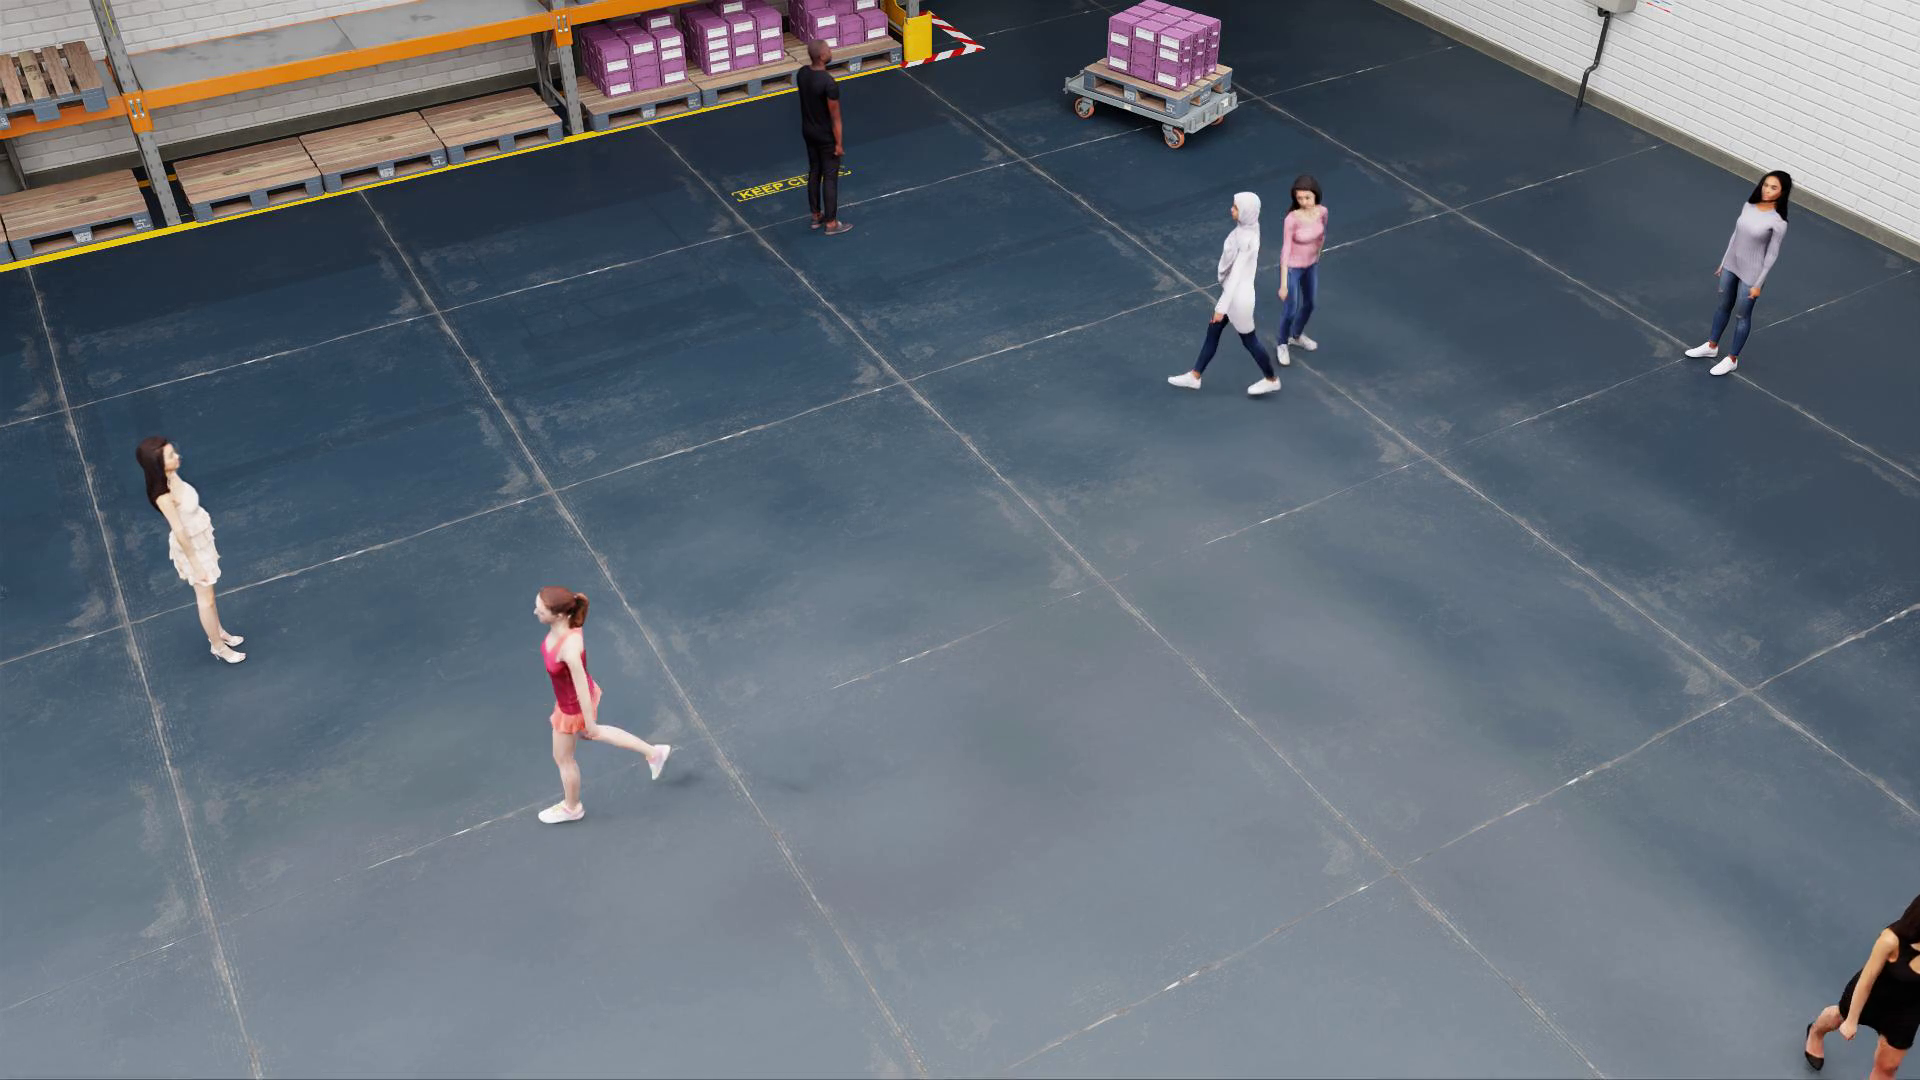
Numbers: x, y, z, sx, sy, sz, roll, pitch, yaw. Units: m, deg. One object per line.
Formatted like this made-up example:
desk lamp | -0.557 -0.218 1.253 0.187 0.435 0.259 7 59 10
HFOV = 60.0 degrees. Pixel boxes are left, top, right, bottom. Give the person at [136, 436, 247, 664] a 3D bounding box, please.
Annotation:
person | -4.868 0.068 10.532 0.569 1.736 0.600 -13 40 -16

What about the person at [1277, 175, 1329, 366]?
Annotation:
person | 2.730 -2.195 13.384 0.561 1.713 0.780 -27 46 -30

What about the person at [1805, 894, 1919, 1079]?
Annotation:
person | 4.395 2.166 8.014 1.068 1.600 1.019 2 39 2

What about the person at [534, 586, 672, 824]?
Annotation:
person | -2.114 0.908 9.482 1.105 1.734 0.768 -9 40 -11

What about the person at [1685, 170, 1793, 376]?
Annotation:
person | 6.295 -2.150 13.311 0.582 1.734 0.645 -13 40 -15

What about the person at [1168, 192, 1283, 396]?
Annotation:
person | 2.250 -1.847 12.931 1.225 1.735 1.050 3 39 4

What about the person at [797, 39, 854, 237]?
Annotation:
person | -1.260 -3.669 15.145 0.637 1.819 0.710 -29 47 -31
